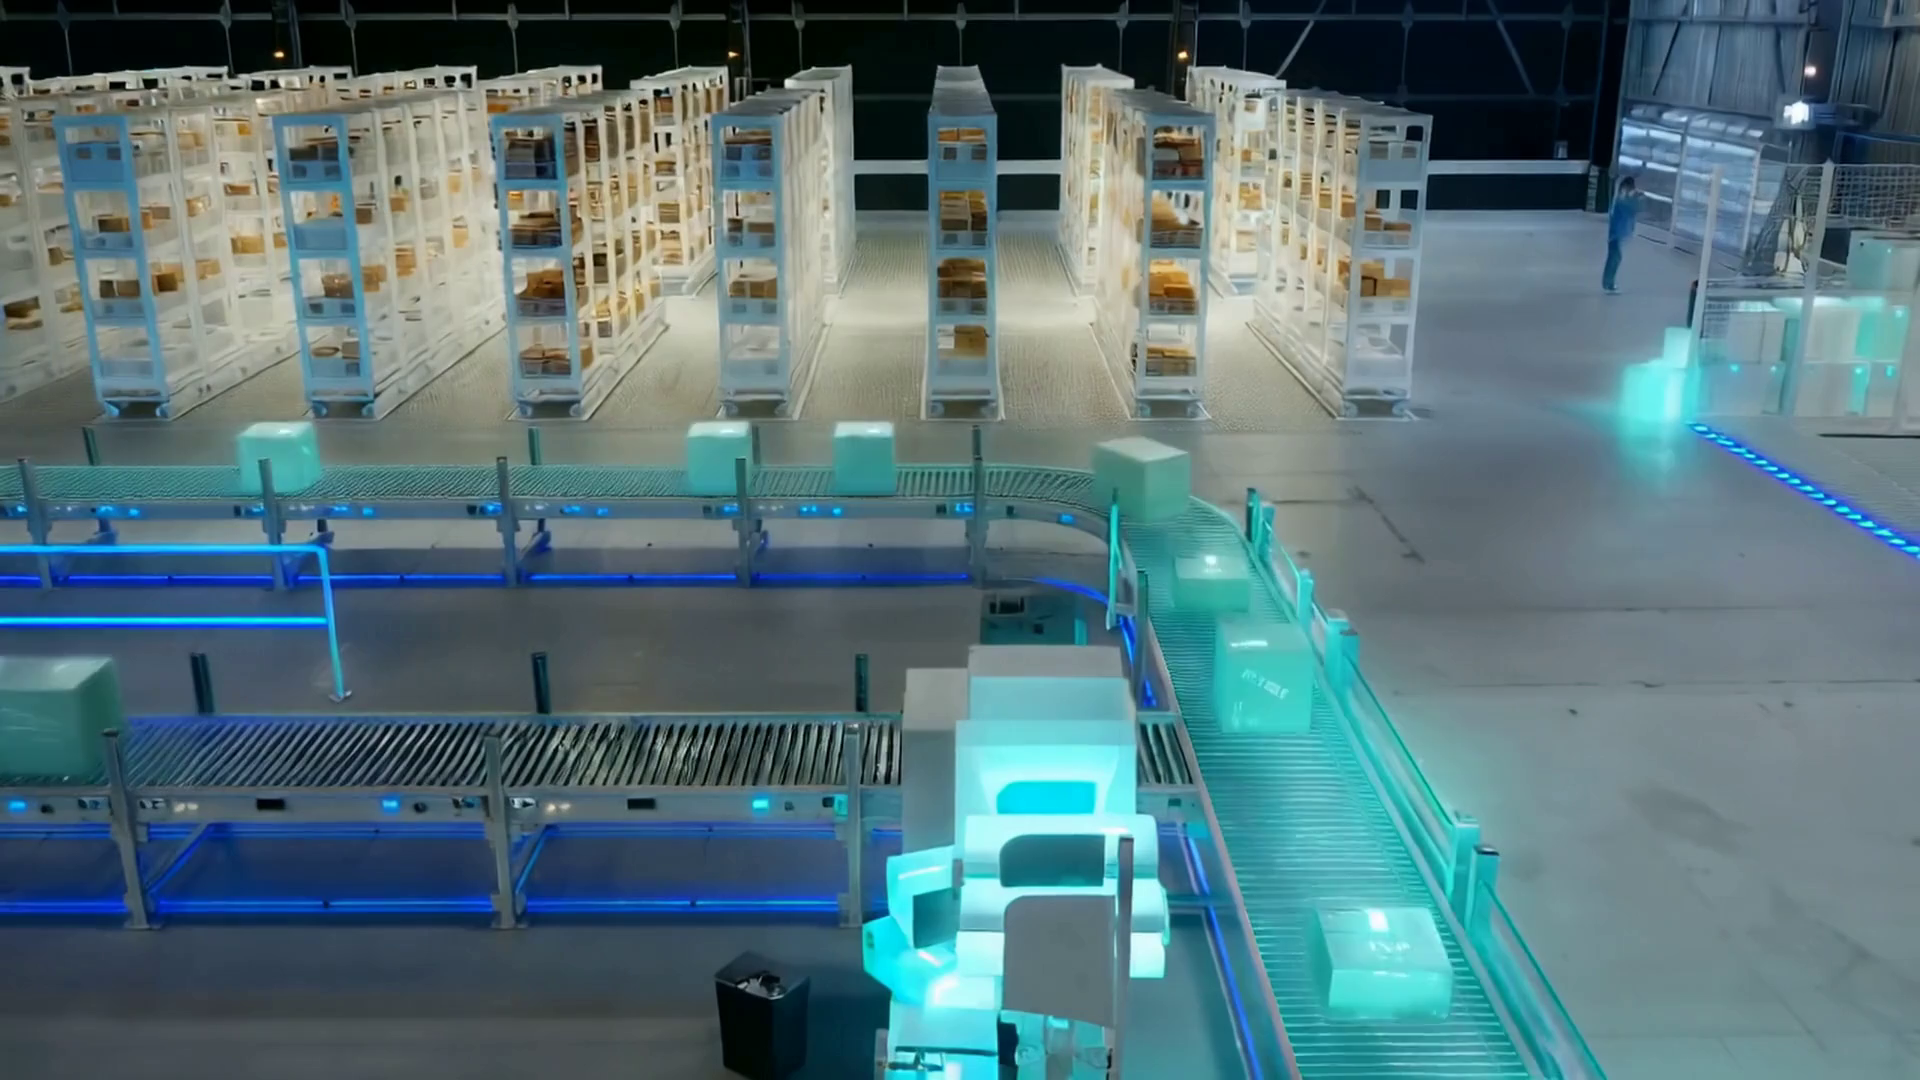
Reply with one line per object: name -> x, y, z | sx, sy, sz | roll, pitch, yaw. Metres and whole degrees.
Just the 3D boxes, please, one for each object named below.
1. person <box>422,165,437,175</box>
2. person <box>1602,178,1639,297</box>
person -> -10.858, -6.953, 34.156 | 0.632, 1.786, 0.412 | 12, 22, 33
person -> 11.223, -5.141, 28.274 | 0.400, 1.986, 0.608 | 2, 18, 7
